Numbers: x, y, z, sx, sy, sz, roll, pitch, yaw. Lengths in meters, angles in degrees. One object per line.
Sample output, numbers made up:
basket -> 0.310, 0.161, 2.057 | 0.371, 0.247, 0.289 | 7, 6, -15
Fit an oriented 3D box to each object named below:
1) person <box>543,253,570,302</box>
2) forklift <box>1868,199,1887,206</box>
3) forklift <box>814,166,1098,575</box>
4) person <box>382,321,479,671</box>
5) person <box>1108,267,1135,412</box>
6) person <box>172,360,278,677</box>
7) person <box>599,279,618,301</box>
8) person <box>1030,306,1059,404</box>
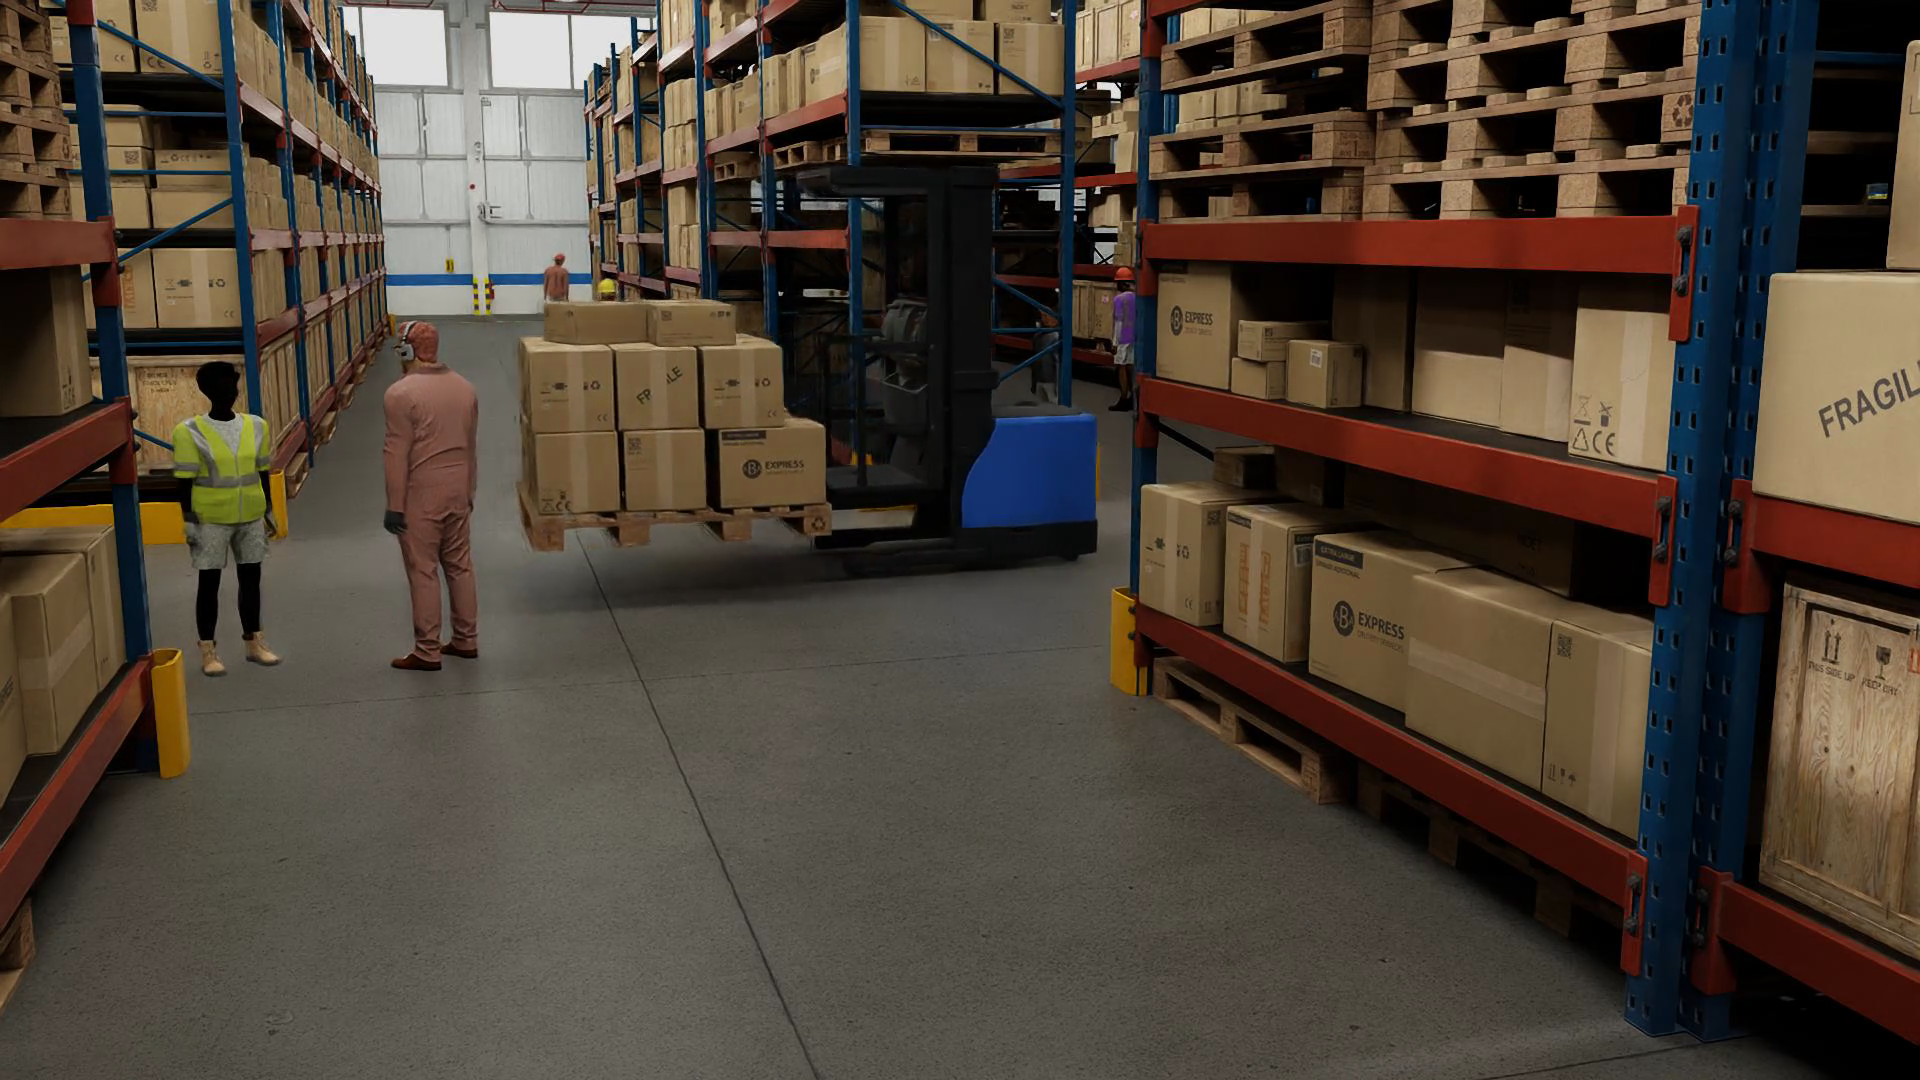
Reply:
person -> -9.802, -5.973, 40.360 | 0.649, 1.953, 0.671 | 0, 10, 2
forklift -> 11.338, -2.915, 21.052 | 1.129, 2.768, 1.873 | -3, 11, -17
forklift -> -0.027, -1.261, 11.981 | 1.873, 2.768, 1.129 | -3, 11, -18
person -> -2.911, -0.243, 9.102 | 0.399, 1.900, 0.643 | 5, 11, 23
person -> 2.204, -2.701, 22.466 | 0.372, 1.935, 0.551 | 8, 13, 38
person -> -3.950, -0.122, 8.983 | 0.317, 1.695, 0.540 | 9, 14, 40
person -> -4.503, -2.435, 21.336 | 0.597, 1.818, 0.429 | -4, 11, -22
person -> 0.916, -1.646, 17.549 | 0.289, 1.627, 0.498 | -7, 12, -33
